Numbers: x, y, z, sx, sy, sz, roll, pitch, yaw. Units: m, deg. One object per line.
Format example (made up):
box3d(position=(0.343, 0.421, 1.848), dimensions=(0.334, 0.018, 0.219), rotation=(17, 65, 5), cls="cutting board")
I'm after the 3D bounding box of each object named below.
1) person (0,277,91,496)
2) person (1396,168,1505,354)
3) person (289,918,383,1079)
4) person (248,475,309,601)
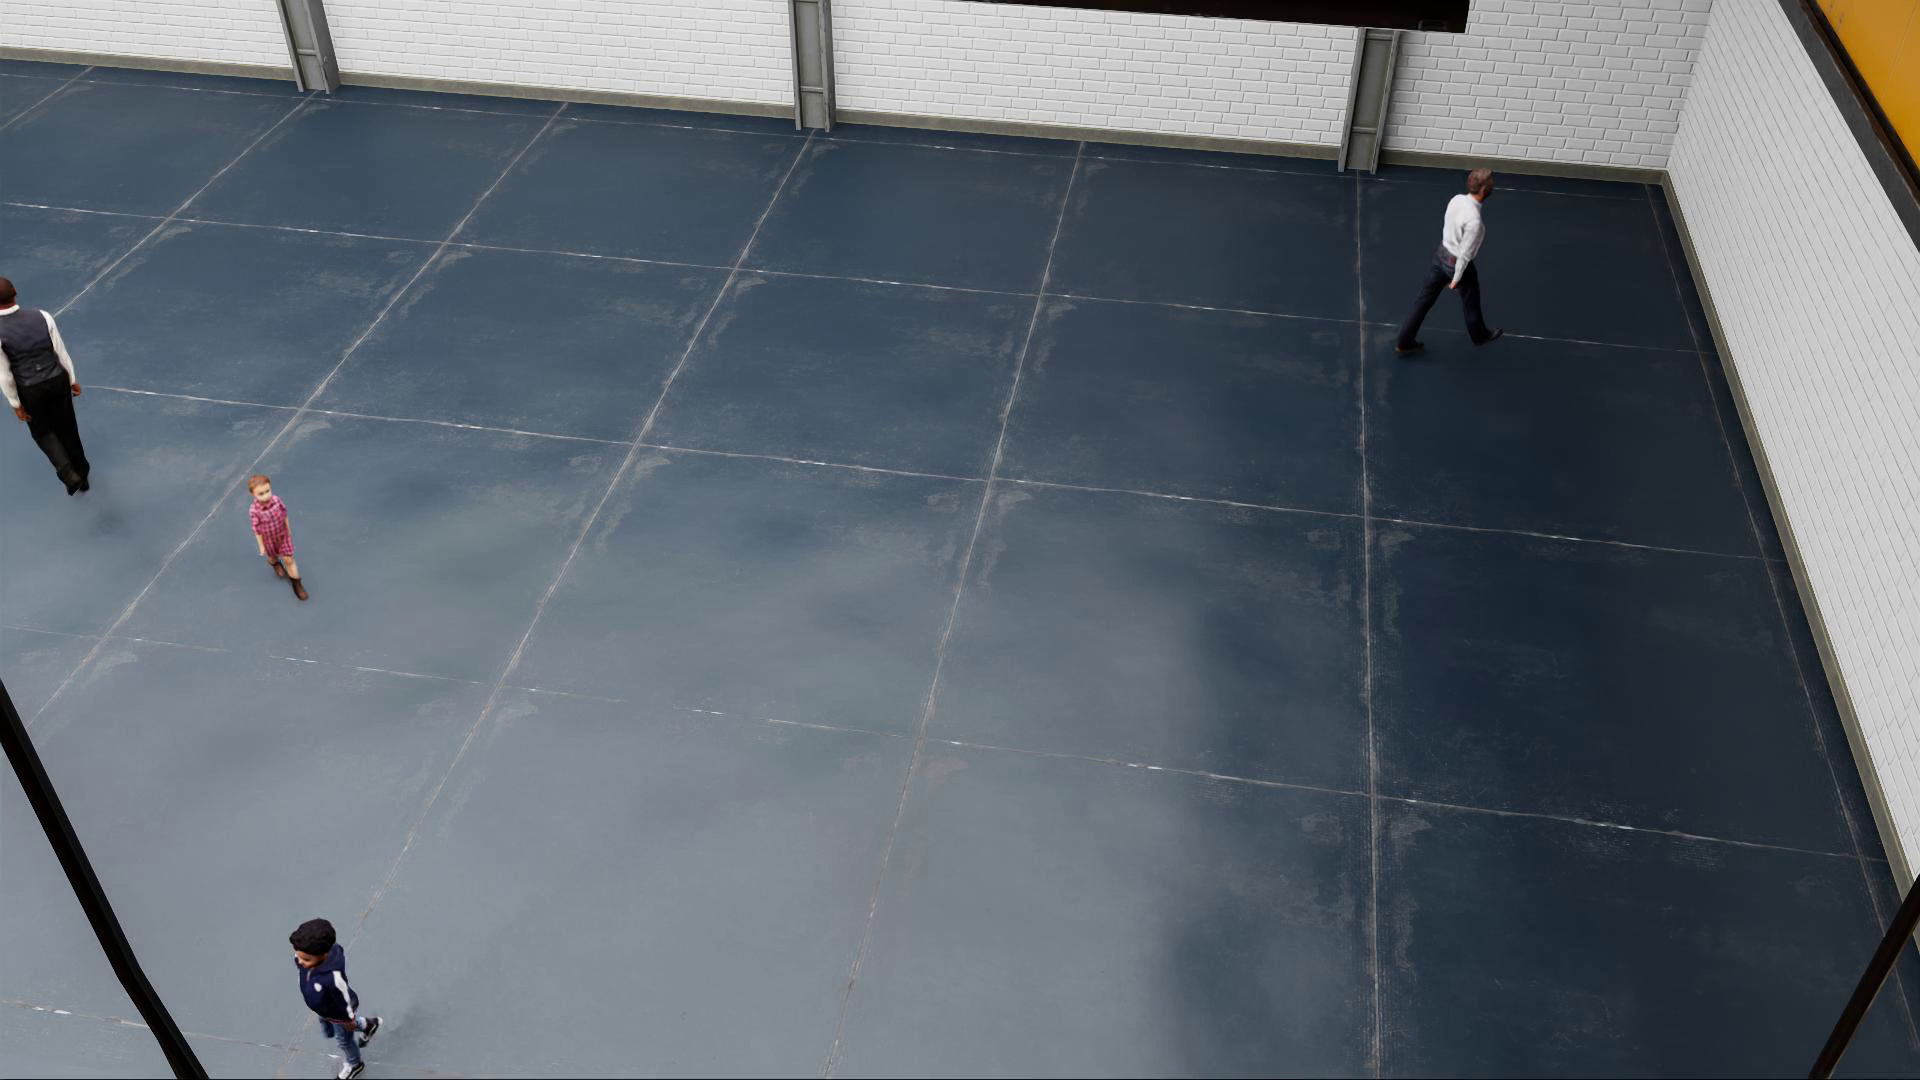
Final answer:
box3d(position=(-7.028, -1.131, 12.785), dimensions=(0.961, 1.905, 1.033), rotation=(-28, 46, -30), cls="person")
box3d(position=(4.219, -2.380, 14.467), dimensions=(1.312, 1.758, 1.023), rotation=(-10, 40, -13), cls="person")
box3d(position=(-3.314, 2.446, 8.894), dimensions=(0.672, 1.171, 0.717), rotation=(26, 45, 28), cls="person")
box3d(position=(-5.038, -0.065, 12.164), dimensions=(0.695, 1.014, 0.786), rotation=(-27, 46, -30), cls="person")
